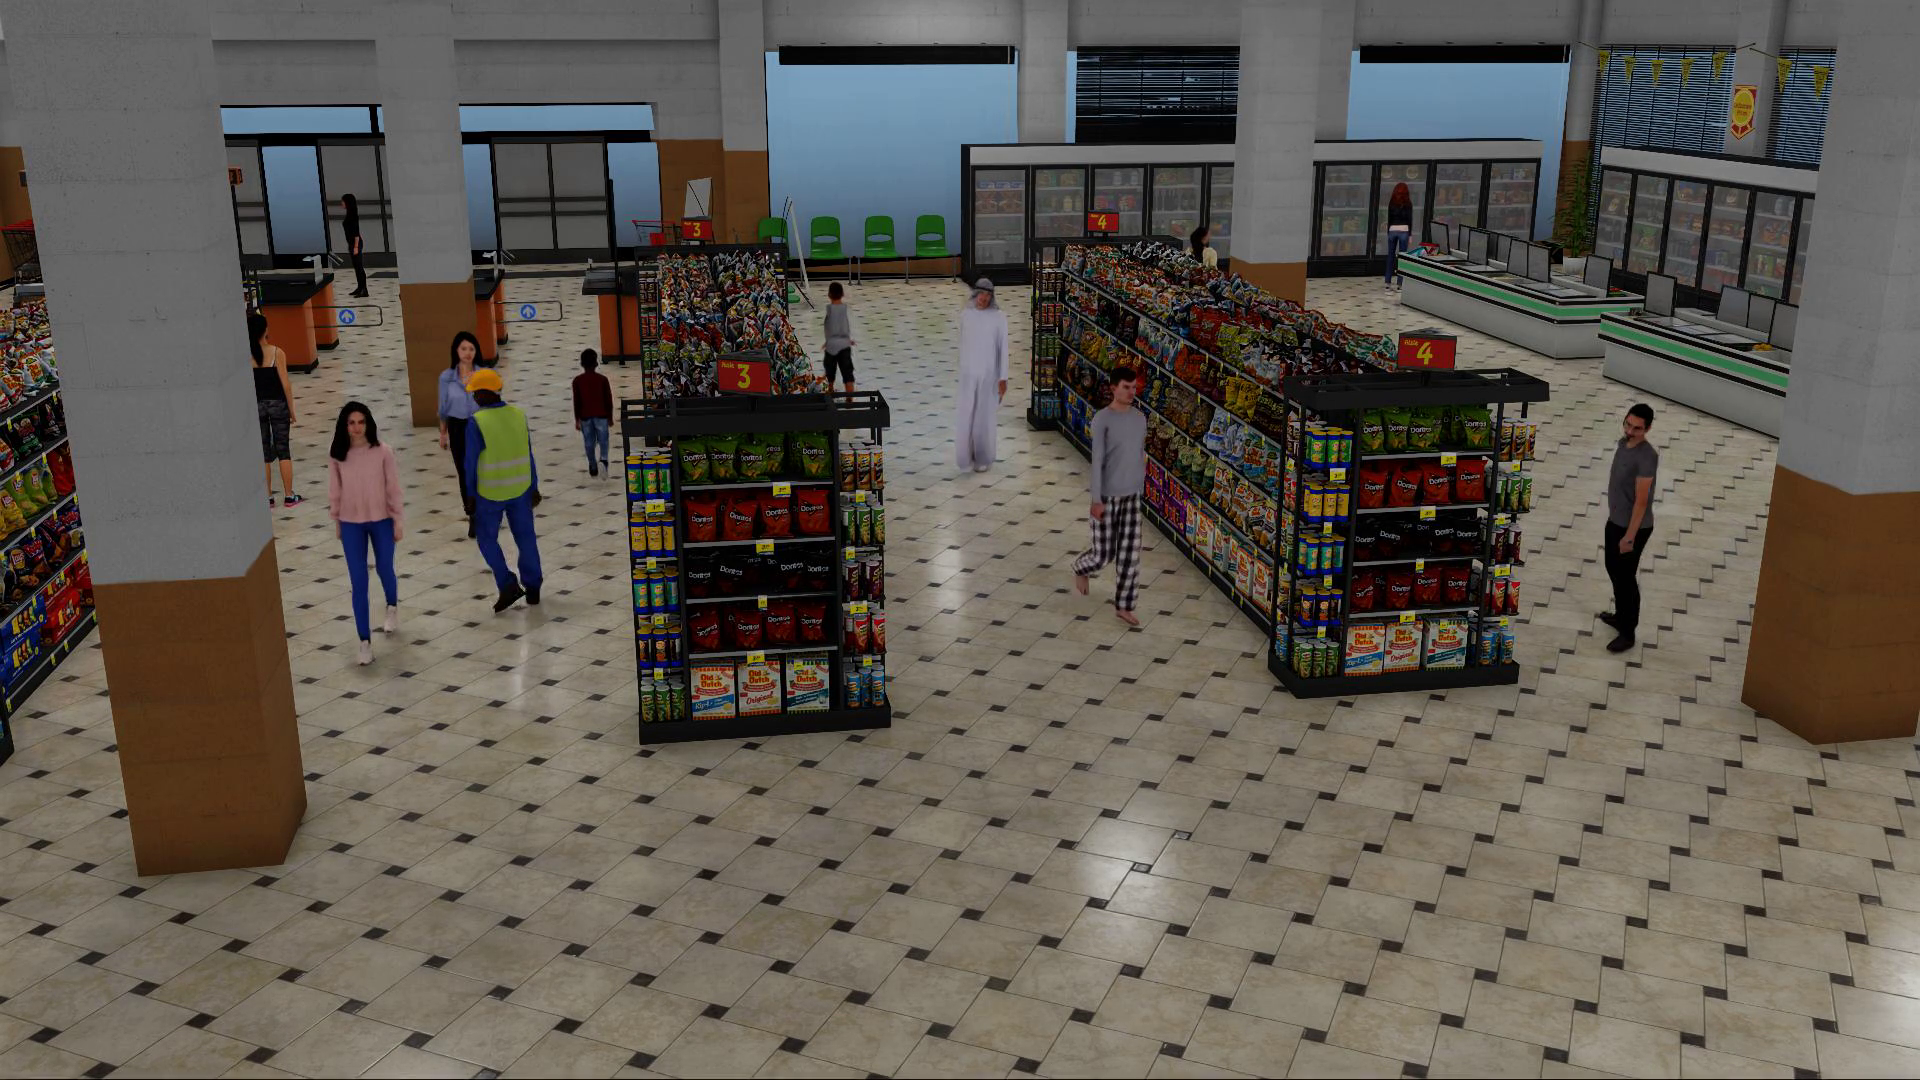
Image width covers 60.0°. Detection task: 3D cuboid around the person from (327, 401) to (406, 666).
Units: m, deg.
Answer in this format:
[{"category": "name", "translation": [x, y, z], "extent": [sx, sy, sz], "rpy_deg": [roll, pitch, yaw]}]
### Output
[{"category": "person", "translation": [-4.005, -0.090, 11.334], "extent": [0.668, 1.722, 1.137], "rpy_deg": [-3, 17, -11]}]

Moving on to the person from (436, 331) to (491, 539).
[{"category": "person", "translation": [-4.104, -0.900, 13.978], "extent": [0.647, 1.735, 0.707], "rpy_deg": [-3, 17, -9]}]

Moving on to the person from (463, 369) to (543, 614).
[{"category": "person", "translation": [-3.323, -0.341, 12.032], "extent": [0.884, 1.796, 0.932], "rpy_deg": [-10, 19, -29]}]

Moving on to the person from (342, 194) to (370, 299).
[{"category": "person", "translation": [-9.765, -4.760, 26.850], "extent": [0.710, 1.641, 0.564], "rpy_deg": [-11, 20, -31]}]

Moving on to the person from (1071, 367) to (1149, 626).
[{"category": "person", "translation": [1.080, -0.337, 11.959], "extent": [0.790, 1.830, 1.025], "rpy_deg": [-8, 19, -25]}]

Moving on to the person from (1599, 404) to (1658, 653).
[{"category": "person", "translation": [4.604, -0.114, 11.402], "extent": [0.955, 1.726, 0.631], "rpy_deg": [4, 17, 13]}]

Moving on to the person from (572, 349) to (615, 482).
[{"category": "person", "translation": [-3.456, -1.160, 15.684], "extent": [0.512, 1.240, 0.735], "rpy_deg": [-3, 17, -11]}]

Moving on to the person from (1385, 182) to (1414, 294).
[{"category": "person", "translation": [7.192, -4.964, 27.270], "extent": [0.660, 1.787, 0.731], "rpy_deg": [14, 22, 38]}]

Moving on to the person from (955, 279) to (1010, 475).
[{"category": "person", "translation": [0.209, -1.573, 15.922], "extent": [0.893, 1.892, 1.000], "rpy_deg": [7, 18, 22]}]

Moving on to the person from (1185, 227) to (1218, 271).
[{"category": "person", "translation": [3.209, -3.360, 22.261], "extent": [0.715, 1.629, 0.746], "rpy_deg": [9, 19, 27]}]

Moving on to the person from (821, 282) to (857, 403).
[{"category": "person", "translation": [-1.370, -2.237, 18.953], "extent": [0.645, 1.402, 1.066], "rpy_deg": [-5, 18, -15]}]

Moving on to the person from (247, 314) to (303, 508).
[{"category": "person", "translation": [-6.164, -1.151, 14.813], "extent": [0.570, 1.729, 0.534], "rpy_deg": [-4, 17, -12]}]
